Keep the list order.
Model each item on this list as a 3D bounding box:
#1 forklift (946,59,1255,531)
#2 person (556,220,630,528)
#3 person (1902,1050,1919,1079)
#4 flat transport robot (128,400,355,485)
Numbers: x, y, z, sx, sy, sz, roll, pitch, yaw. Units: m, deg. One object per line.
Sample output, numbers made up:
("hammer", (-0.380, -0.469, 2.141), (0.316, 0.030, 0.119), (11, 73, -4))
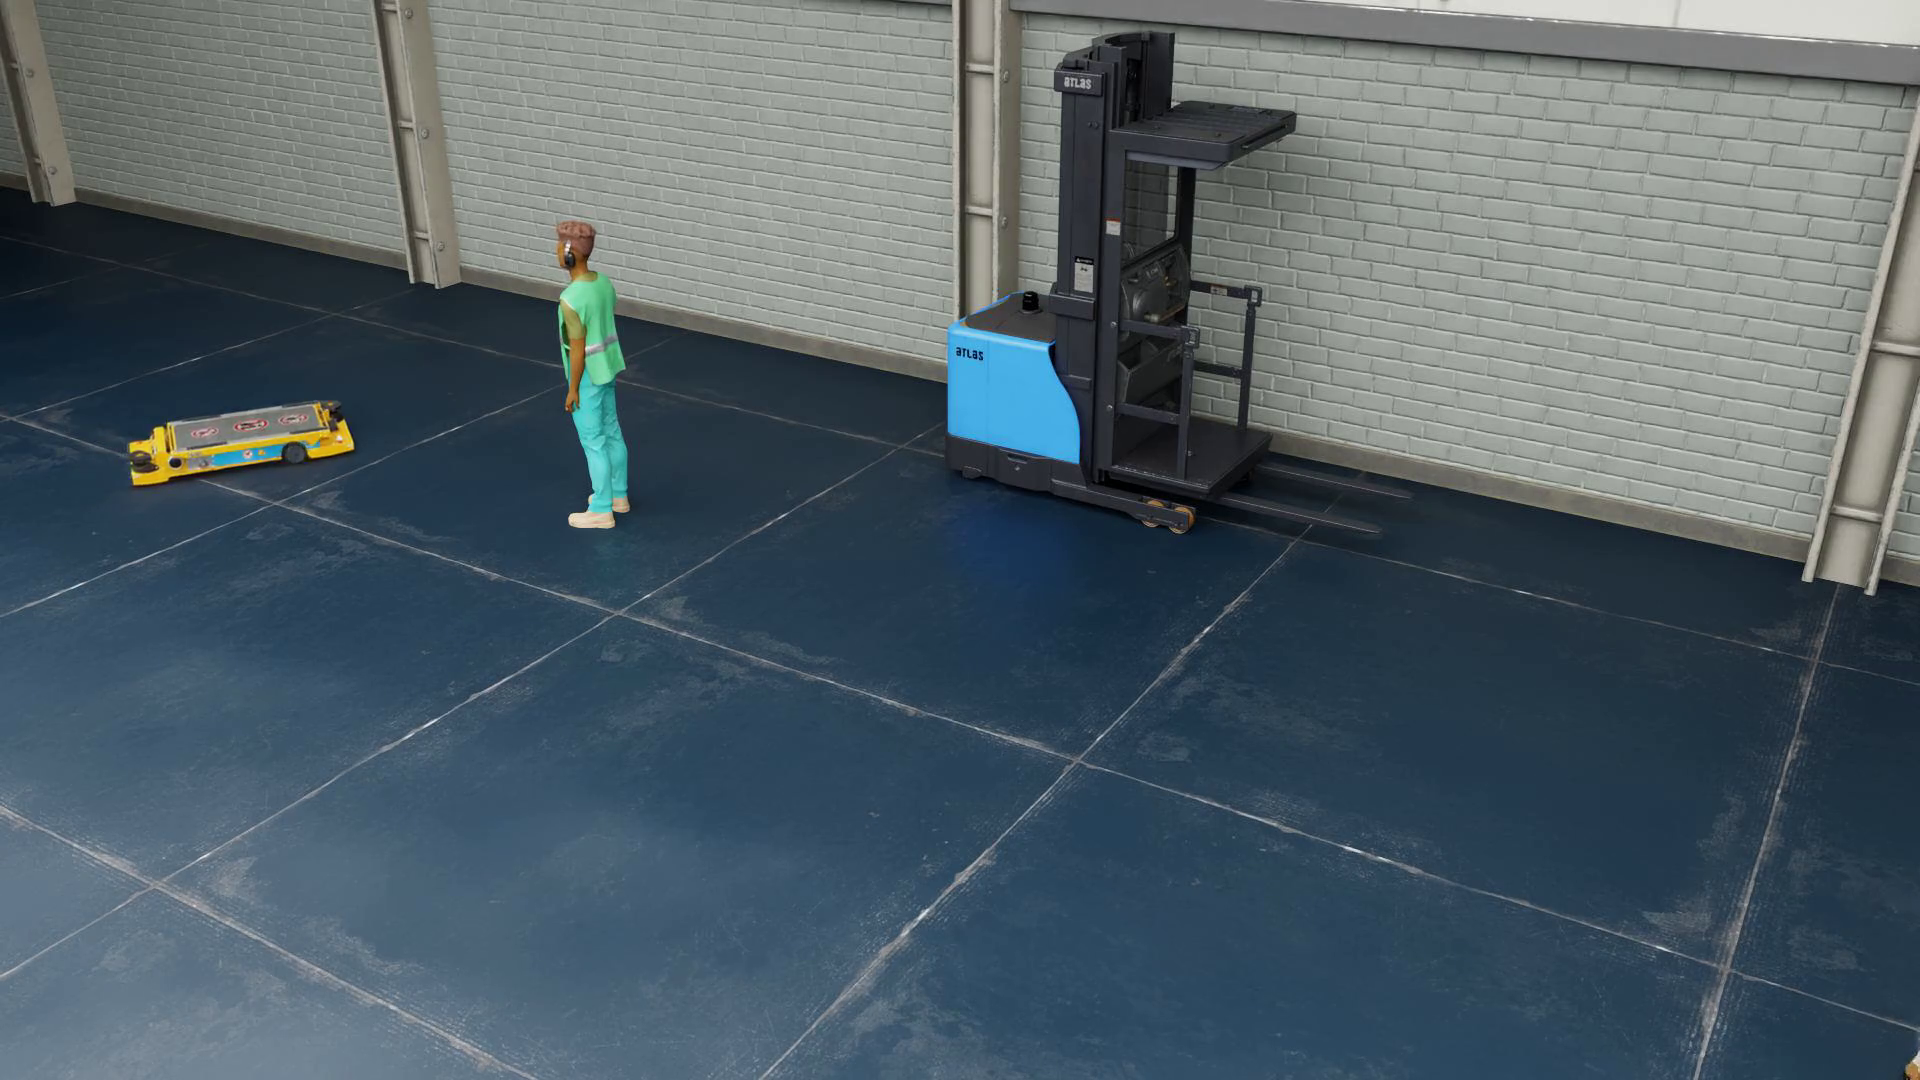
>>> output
("forklift", (0.933, -1.707, 10.833), (1.873, 2.768, 1.129), (15, 29, 28))
("person", (-2.311, -1.026, 10.435), (0.405, 1.978, 0.484), (6, 26, 13))
("person", (3.921, 1.211, 5.853), (0.735, 1.881, 0.575), (-4, 26, -8))
("flat transport robot", (-5.068, -0.694, 11.726), (1.431, 0.231, 0.659), (-12, 28, -23))
